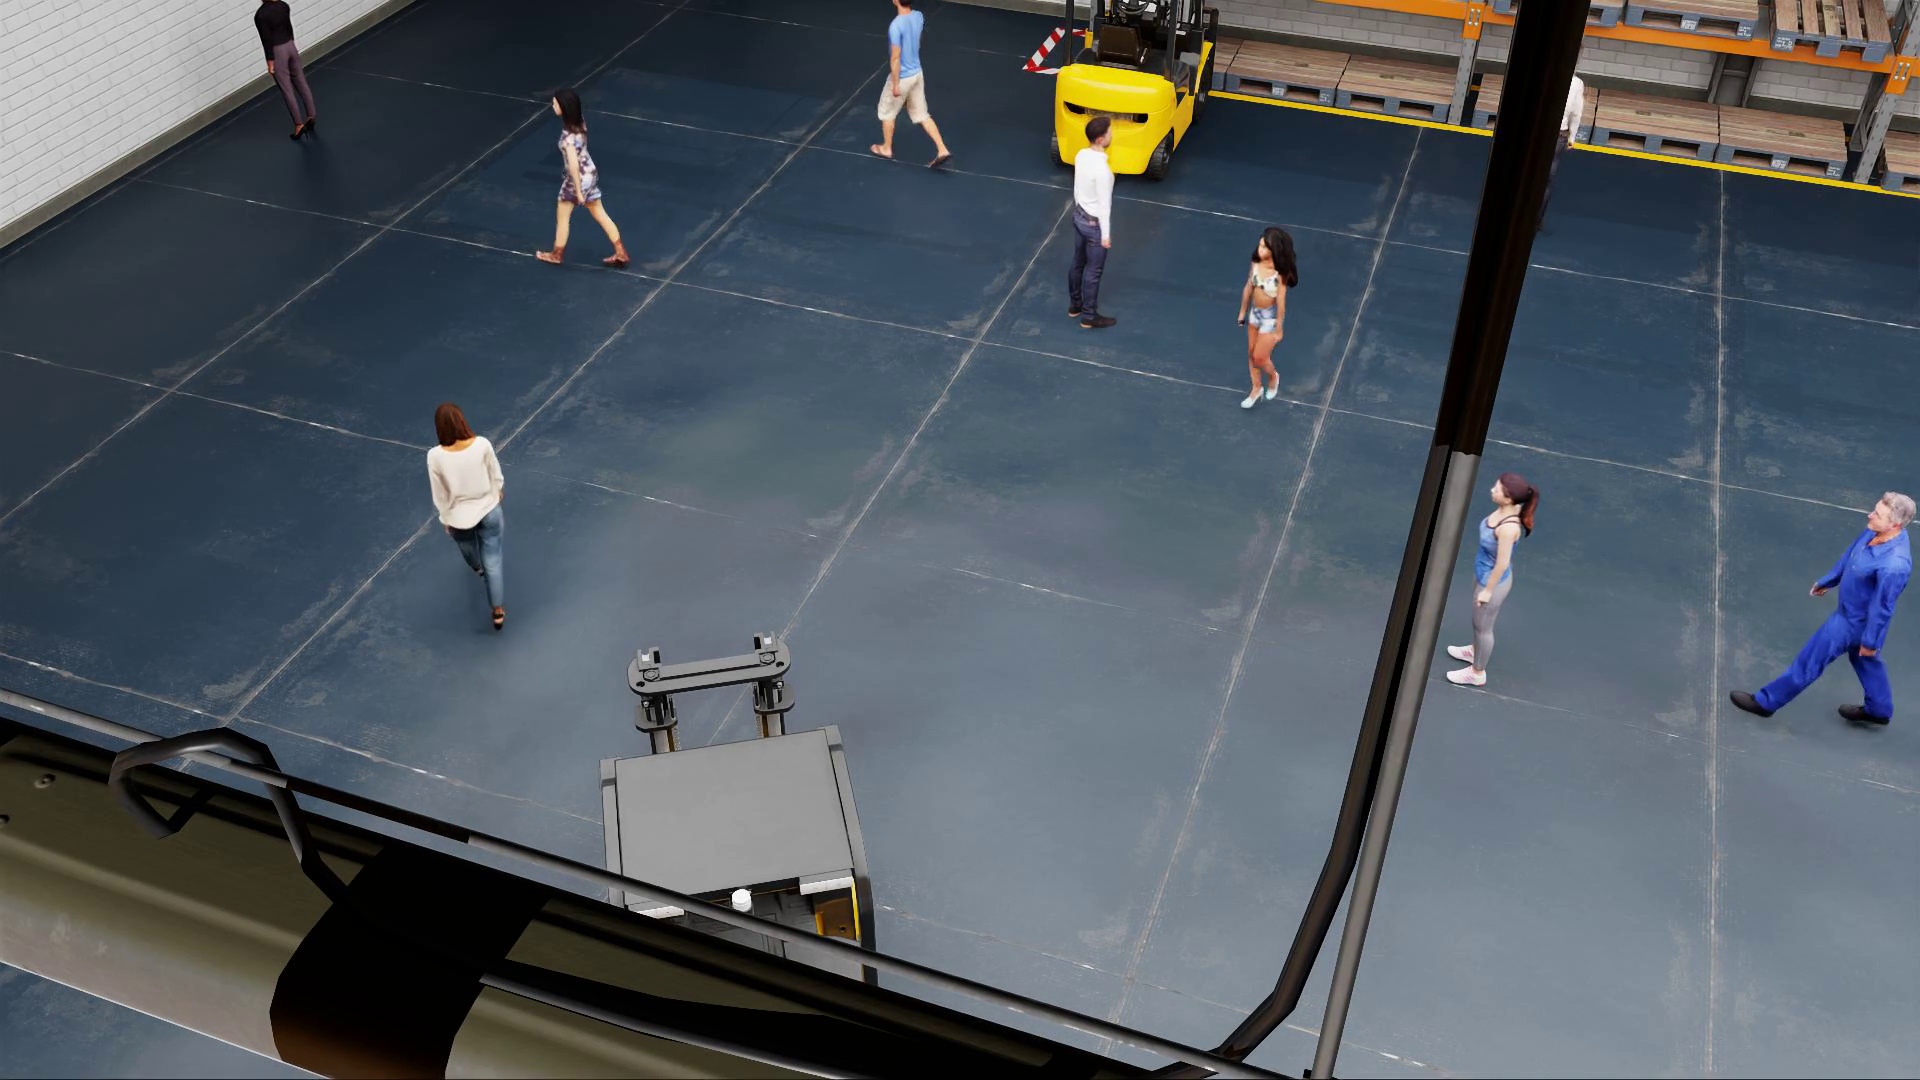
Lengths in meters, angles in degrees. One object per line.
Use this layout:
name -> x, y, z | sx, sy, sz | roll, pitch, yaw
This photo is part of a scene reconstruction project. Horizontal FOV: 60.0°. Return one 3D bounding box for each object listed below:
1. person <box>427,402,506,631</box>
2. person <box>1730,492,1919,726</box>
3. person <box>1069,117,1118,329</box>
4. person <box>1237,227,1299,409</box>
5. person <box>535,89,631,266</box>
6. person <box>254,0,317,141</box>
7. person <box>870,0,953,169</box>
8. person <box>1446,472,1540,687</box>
person -> -3.209, -0.122, 11.004 | 1.060, 1.648, 1.052 | -10, 40, -13
person -> 5.574, 0.484, 10.142 | 1.191, 1.777, 0.773 | 15, 41, 18
person -> 1.106, -2.689, 14.043 | 0.768, 1.868, 0.715 | -15, 41, -18
person -> 2.453, -1.729, 13.045 | 0.773, 1.613, 0.709 | -21, 43, -24
person -> -3.307, -3.179, 14.798 | 1.119, 1.691, 0.731 | 6, 39, 7
person -> -6.901, -4.917, 16.994 | 0.528, 1.666, 0.594 | 14, 41, 17
person -> -0.462, -4.539, 16.383 | 1.285, 1.838, 0.915 | 27, 46, 30
person -> 3.377, 0.243, 10.580 | 0.527, 1.608, 0.574 | 10, 40, 12
